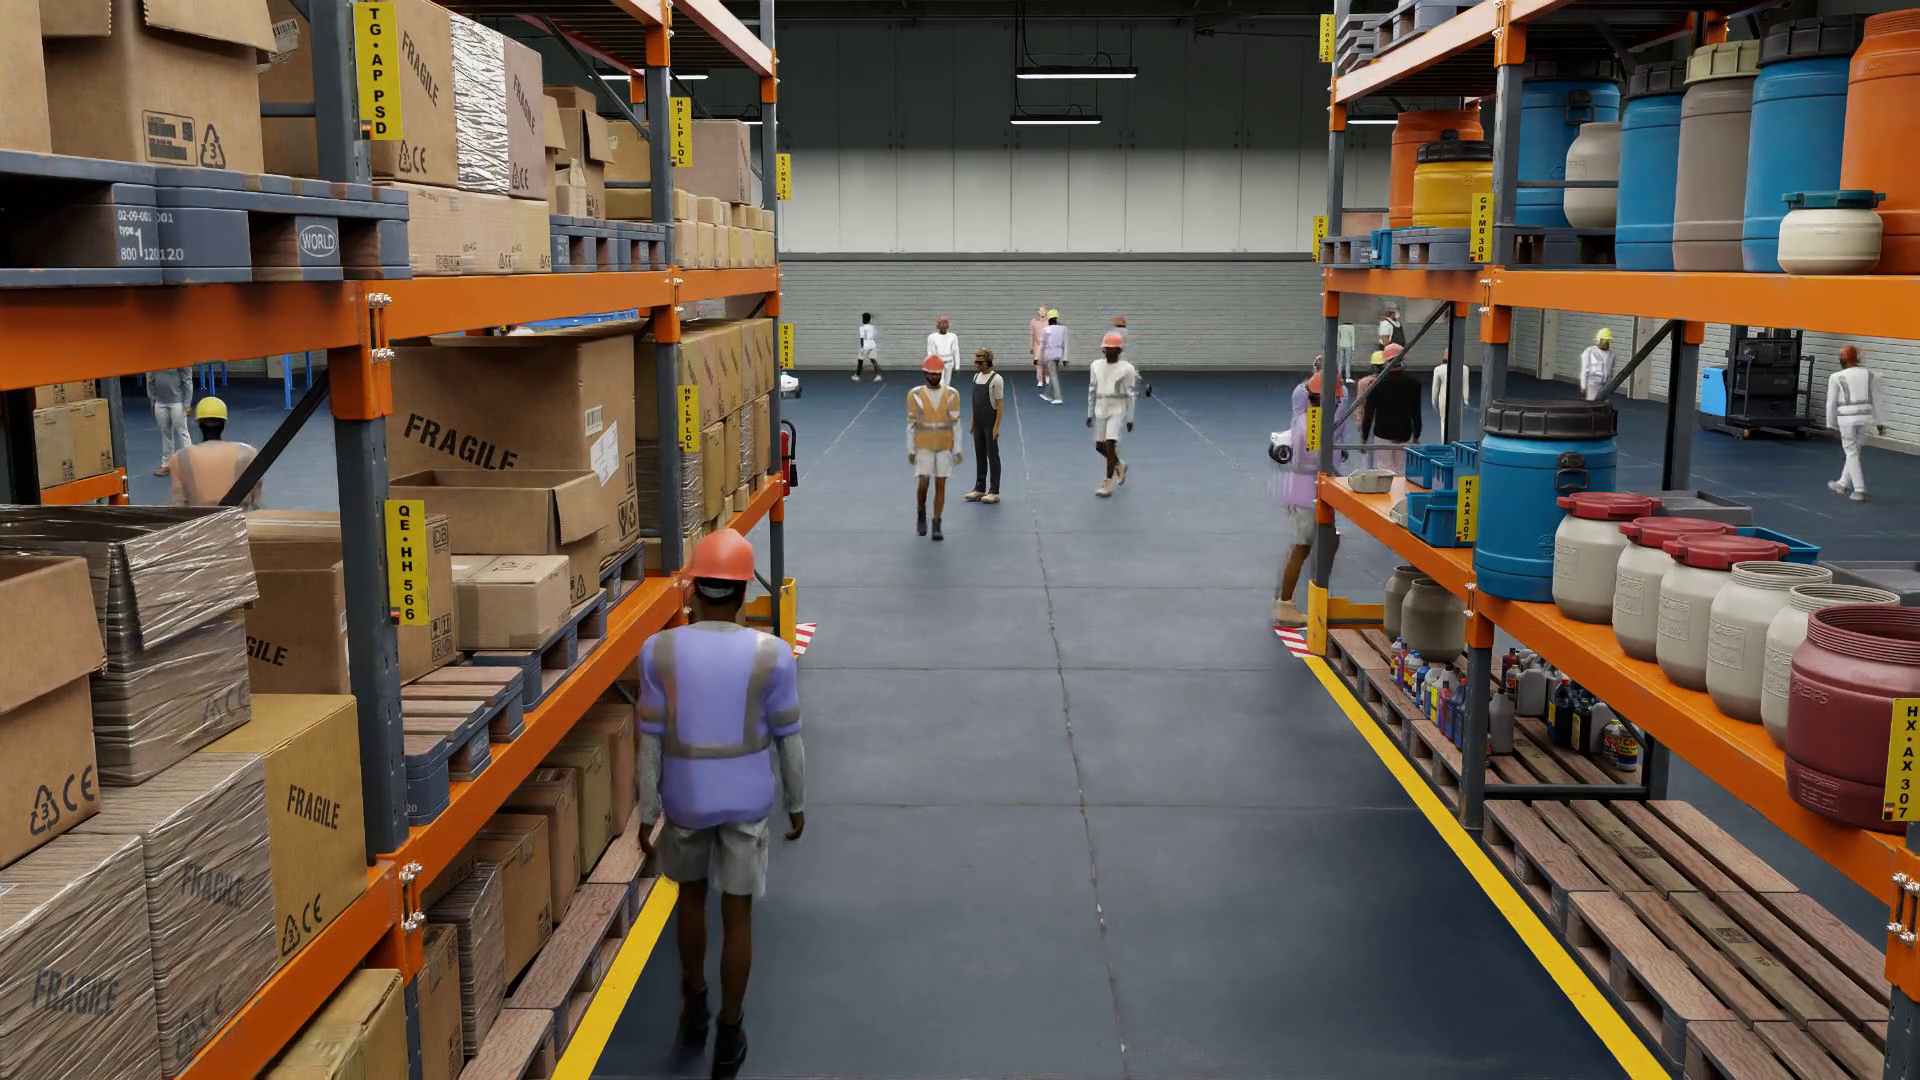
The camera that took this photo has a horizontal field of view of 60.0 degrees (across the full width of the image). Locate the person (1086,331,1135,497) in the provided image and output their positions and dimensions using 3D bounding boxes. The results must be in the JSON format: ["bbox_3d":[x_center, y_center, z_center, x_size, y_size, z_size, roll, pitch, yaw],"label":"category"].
[{"bbox_3d":[1.898,-1.576,20.536,0.612,2.020,0.779,7,12,36],"label":"person"}]

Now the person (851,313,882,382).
[{"bbox_3d":[-2.210,-4.611,39.835,0.886,1.648,0.547,9,13,42],"label":"person"}]

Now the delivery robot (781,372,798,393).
[{"bbox_3d":[-3.704,-3.301,35.104,0.477,0.478,0.707,4,10,20],"label":"delivery robot"}]

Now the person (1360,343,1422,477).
[{"bbox_3d":[4.686,-1.147,18.115,0.630,1.992,0.501,-1,10,-6],"label":"person"}]

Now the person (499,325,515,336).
[{"bbox_3d":[-8.167,-3.050,29.868,0.602,1.850,0.563,2,10,11],"label":"person"}]

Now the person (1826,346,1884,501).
[{"bbox_3d":[10.797,-1.429,20.195,0.654,1.841,0.881,-1,10,-5],"label":"person"}]

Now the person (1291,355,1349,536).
[{"bbox_3d":[3.758,-0.975,17.286,0.652,1.906,0.403,-3,10,-17],"label":"person"}]

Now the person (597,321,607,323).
[{"bbox_3d":[-6.447,-3.036,29.932,0.963,1.798,0.645,1,10,9],"label":"person"}]

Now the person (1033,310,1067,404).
[{"bbox_3d":[1.812,-3.712,33.732,0.613,1.881,0.943,-7,12,-35],"label":"person"}]

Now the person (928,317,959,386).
[{"bbox_3d":[-0.311,-3.263,31.210,0.587,1.840,0.965,-2,10,-11],"label":"person"}]

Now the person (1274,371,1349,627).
[{"bbox_3d":[2.840,-0.316,12.991,0.788,2.015,0.631,0,9,3],"label":"person"}]

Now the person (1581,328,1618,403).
[{"bbox_3d":[10.206,-2.479,26.563,0.611,1.812,0.441,-1,10,-9],"label":"person"}]

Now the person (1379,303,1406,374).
[{"bbox_3d":[9.239,-4.046,35.409,1.024,2.000,0.704,9,13,44],"label":"person"}]

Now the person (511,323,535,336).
[{"bbox_3d":[-8.056,-3.195,30.587,0.401,1.906,0.649,5,11,27],"label":"person"}]

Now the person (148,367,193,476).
[{"bbox_3d":[-10.570,-1.822,22.278,0.627,1.935,0.372,2,10,13],"label":"person"}]

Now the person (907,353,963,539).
[{"bbox_3d":[-0.258,-0.963,17.155,0.549,1.921,0.397,-2,10,-10],"label":"person"}]

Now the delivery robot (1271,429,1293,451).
[{"bbox_3d":[4.847,-1.431,23.906,0.707,0.478,0.477,0,10,0],"label":"delivery robot"}]

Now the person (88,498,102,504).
[{"bbox_3d":[-9.909,-1.008,18.342,0.619,1.617,0.525,-2,10,-11],"label":"person"}]

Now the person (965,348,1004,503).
[{"bbox_3d":[0.303,-1.374,19.880,0.346,1.841,0.505,-8,12,-40],"label":"person"}]

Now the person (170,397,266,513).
[{"bbox_3d":[-5.253,-0.067,11.847,0.595,1.899,0.584,-3,10,-18],"label":"person"}]

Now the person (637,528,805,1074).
[{"bbox_3d":[-0.843,0.900,5.994,0.578,1.920,0.654,0,9,-2],"label":"person"}]

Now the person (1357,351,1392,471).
[{"bbox_3d":[5.243,-1.477,20.764,0.556,1.733,0.798,0,9,0],"label":"person"}]

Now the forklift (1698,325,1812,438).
[{"bbox_3d":[13.248,-3.165,27.620,1.129,2.768,1.873,0,9,1],"label":"forklift"}]

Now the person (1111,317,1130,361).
[{"bbox_3d":[3.690,-4.390,38.681,0.513,1.594,0.851,4,10,24],"label":"person"}]

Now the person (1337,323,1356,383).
[{"bbox_3d":[9.226,-4.581,39.705,0.279,1.633,0.505,-8,12,-40],"label":"person"}]

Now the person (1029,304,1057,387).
[{"bbox_3d":[1.903,-4.460,38.206,0.665,1.888,0.433,1,9,4],"label":"person"}]

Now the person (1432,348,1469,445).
[{"bbox_3d":[7.261,-2.061,24.632,0.535,1.608,0.655,3,10,16],"label":"person"}]

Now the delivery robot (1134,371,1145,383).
[{"bbox_3d":[3.759,-3.479,35.396,0.335,0.223,0.698,4,10,22],"label":"delivery robot"}]
